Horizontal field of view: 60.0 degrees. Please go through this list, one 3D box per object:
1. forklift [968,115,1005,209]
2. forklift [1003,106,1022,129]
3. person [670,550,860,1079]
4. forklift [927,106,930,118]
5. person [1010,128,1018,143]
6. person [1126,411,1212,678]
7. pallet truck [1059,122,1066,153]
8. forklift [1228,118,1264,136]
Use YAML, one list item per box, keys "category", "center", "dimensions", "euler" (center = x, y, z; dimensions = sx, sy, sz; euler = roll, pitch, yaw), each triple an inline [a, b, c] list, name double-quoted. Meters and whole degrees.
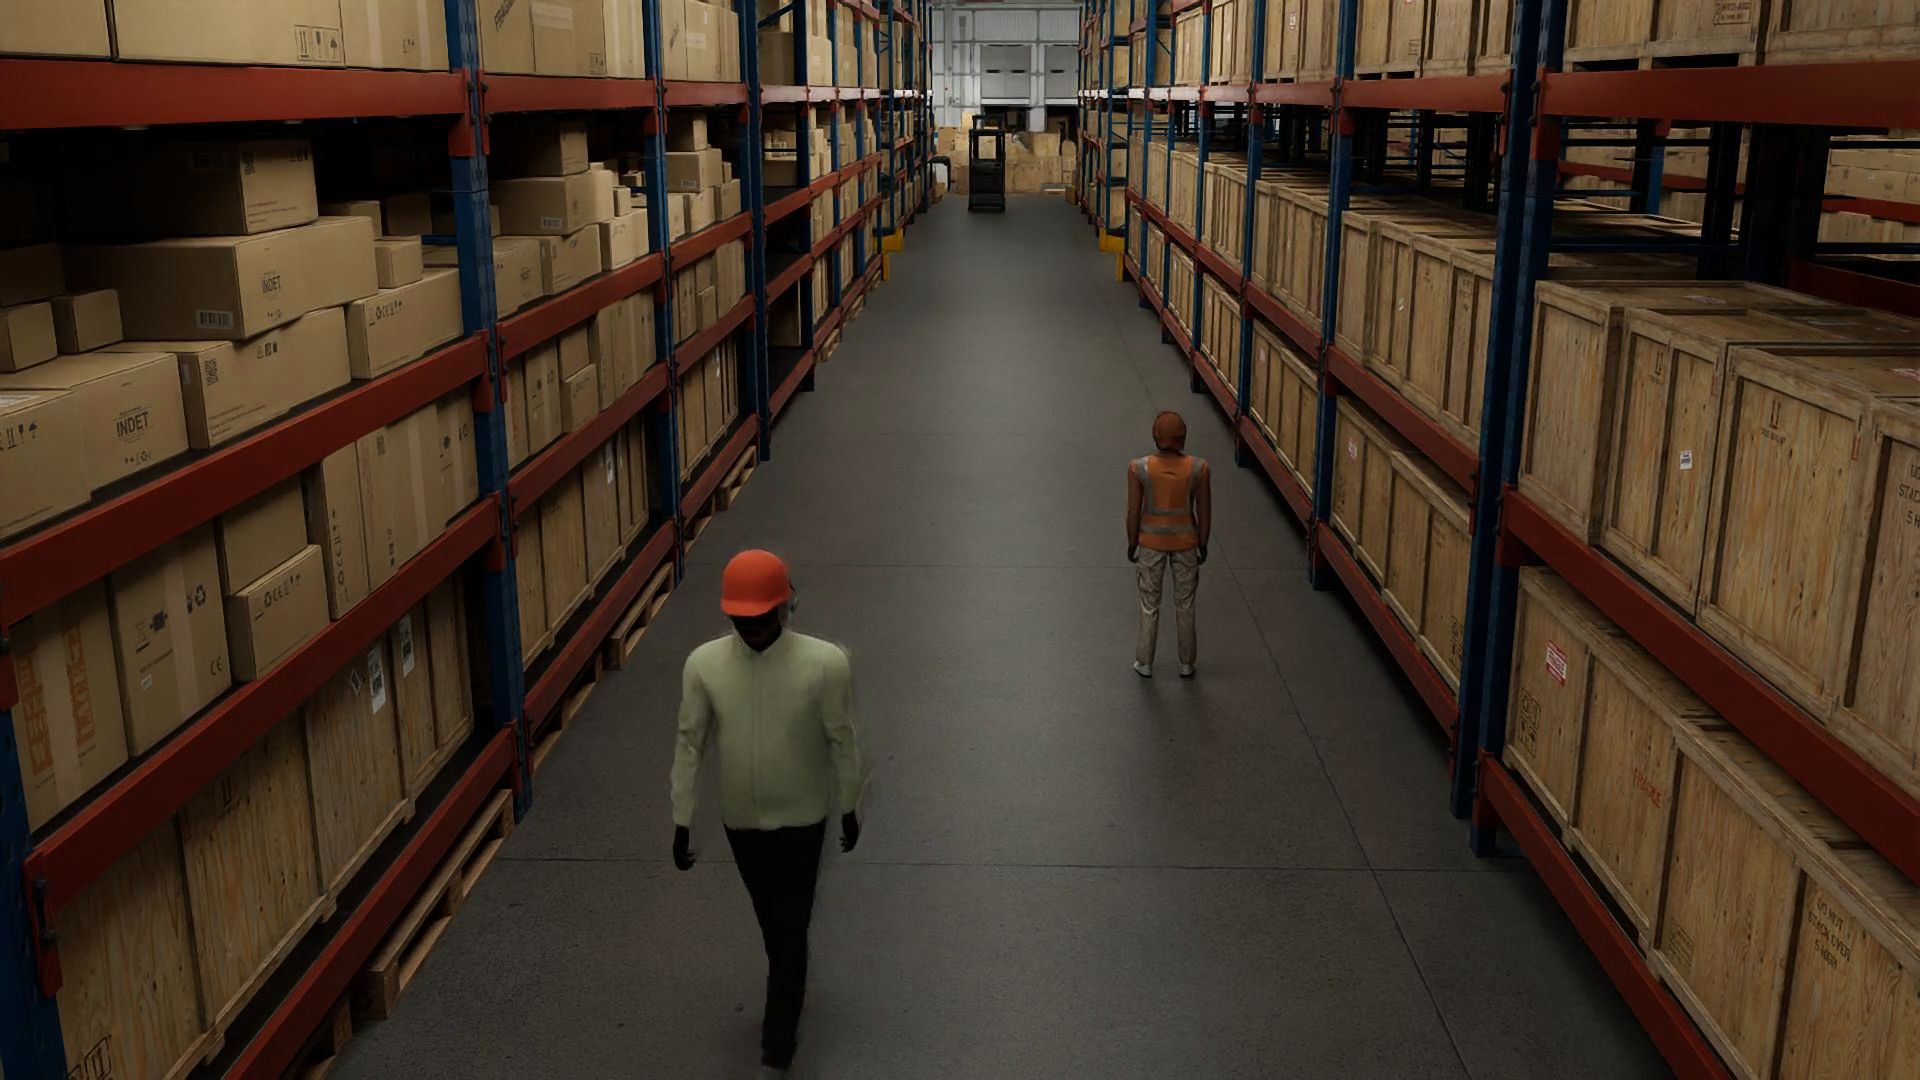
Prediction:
- category: "forklift"
  center: [0.833, -11.563, 50.814]
  dimensions: [1.129, 2.768, 1.873]
  euler: [0, 15, 2]
- category: "forklift"
  center: [2.600, -20.132, 82.695]
  dimensions: [1.129, 2.768, 1.873]
  euler: [-7, 17, -26]
- category: "person"
  center: [-0.715, 0.986, 5.890]
  dimensions: [0.655, 1.937, 1.017]
  euler: [3, 15, 10]
- category: "forklift"
  center: [-1.918, -21.452, 87.608]
  dimensions: [1.129, 2.768, 1.873]
  euler: [0, 15, 2]
- category: "person"
  center: [2.535, -17.882, 76.142]
  dimensions: [0.616, 1.923, 0.638]
  euler: [3, 15, 11]
- category: "person"
  center: [1.250, 0.038, 10.004]
  dimensions: [0.513, 1.640, 0.307]
  euler: [0, 15, 1]
- category: "pallet truck"
  center: [5.788, -21.111, 88.014]
  dimensions: [1.885, 1.965, 0.823]
  euler: [5, 16, 18]
- category: "forklift"
  center: [7.646, -9.951, 44.818]
  dimensions: [1.129, 2.768, 1.873]
  euler: [4, 15, 13]
